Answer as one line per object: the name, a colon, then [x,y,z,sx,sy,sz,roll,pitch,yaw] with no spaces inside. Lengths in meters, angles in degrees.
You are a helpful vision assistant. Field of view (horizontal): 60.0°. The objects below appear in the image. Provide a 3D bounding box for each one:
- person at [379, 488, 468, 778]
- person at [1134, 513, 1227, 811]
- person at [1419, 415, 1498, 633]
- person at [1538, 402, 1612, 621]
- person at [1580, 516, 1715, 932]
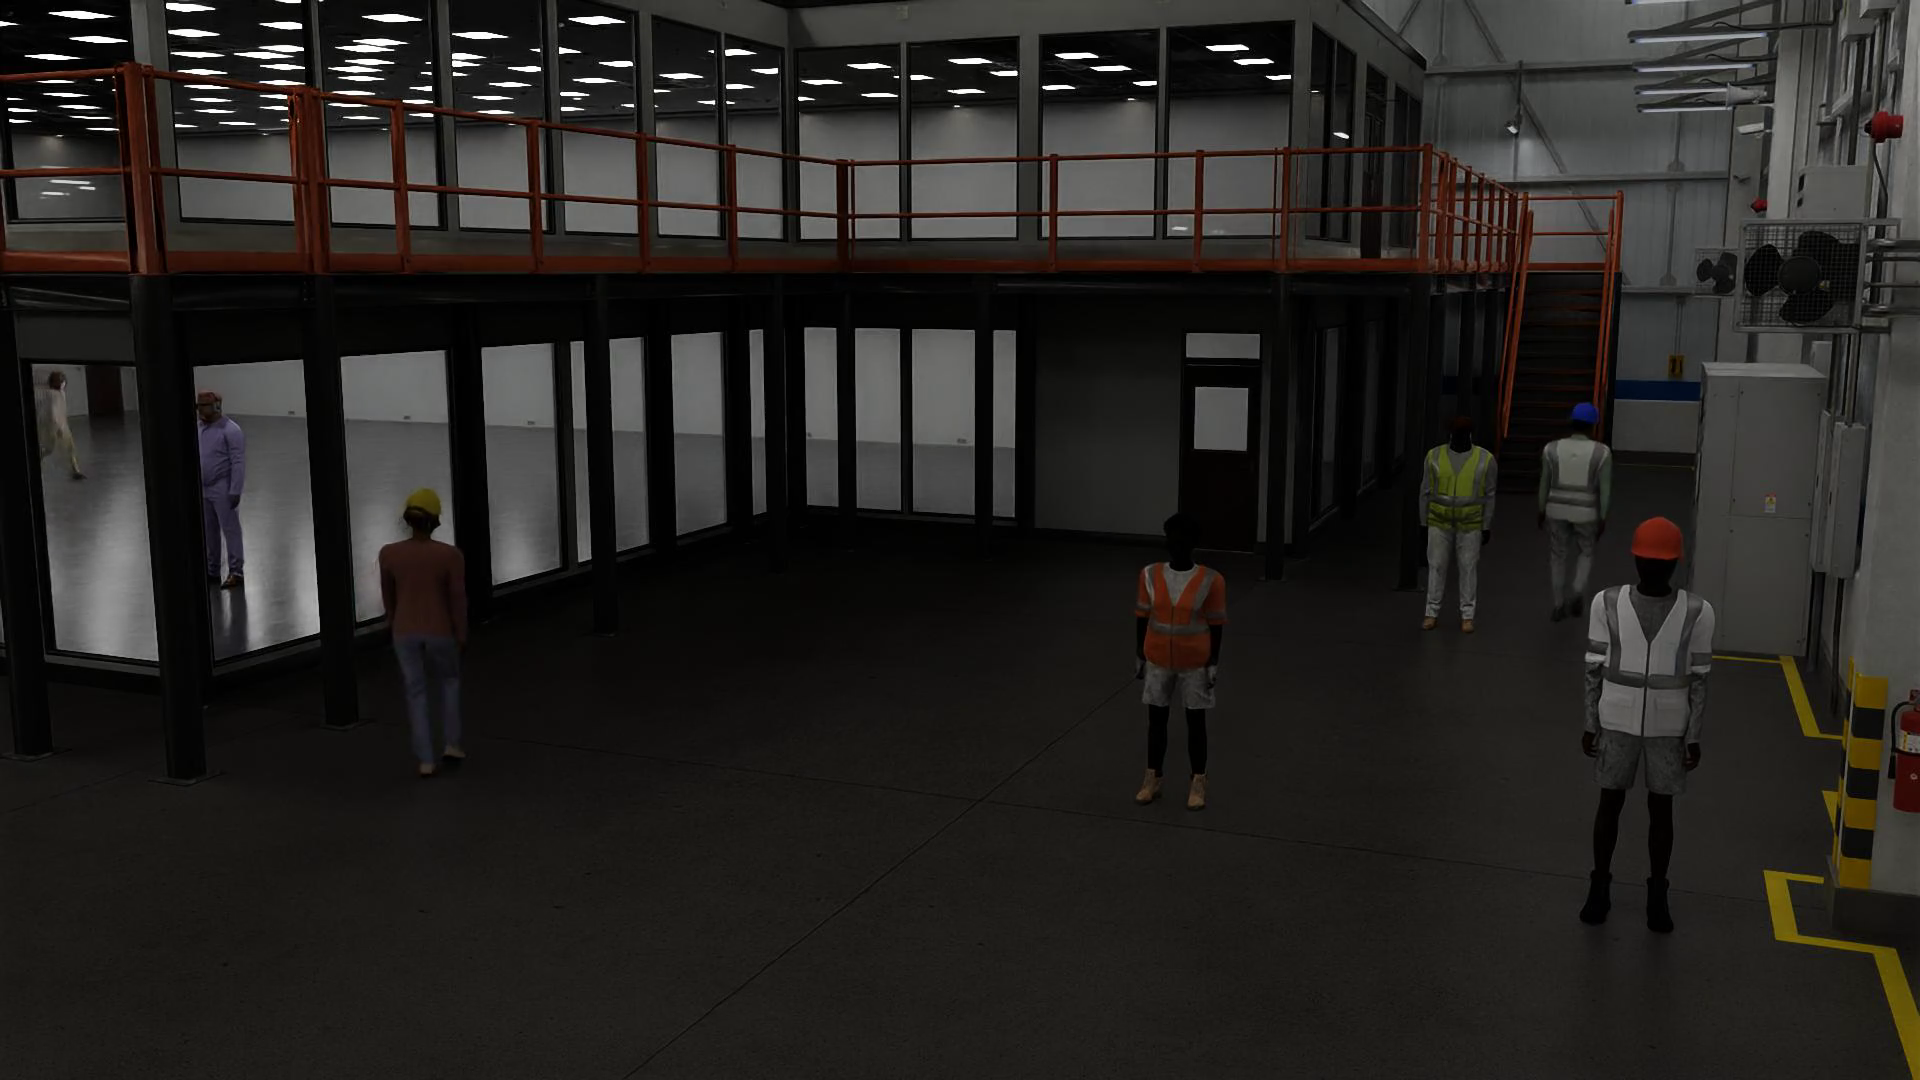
person: [-3.254,0.558,10.138,0.523,1.744,0.539,-1,9,-8]
person: [1.239,0.688,9.460,0.535,1.699,0.318,4,10,22]
person: [4.198,-0.134,14.087,0.627,1.846,0.429,4,10,22]
person: [5.342,-0.239,14.499,0.625,1.925,0.445,5,11,29]
person: [3.175,0.848,7.726,0.545,1.942,0.349,4,10,22]
